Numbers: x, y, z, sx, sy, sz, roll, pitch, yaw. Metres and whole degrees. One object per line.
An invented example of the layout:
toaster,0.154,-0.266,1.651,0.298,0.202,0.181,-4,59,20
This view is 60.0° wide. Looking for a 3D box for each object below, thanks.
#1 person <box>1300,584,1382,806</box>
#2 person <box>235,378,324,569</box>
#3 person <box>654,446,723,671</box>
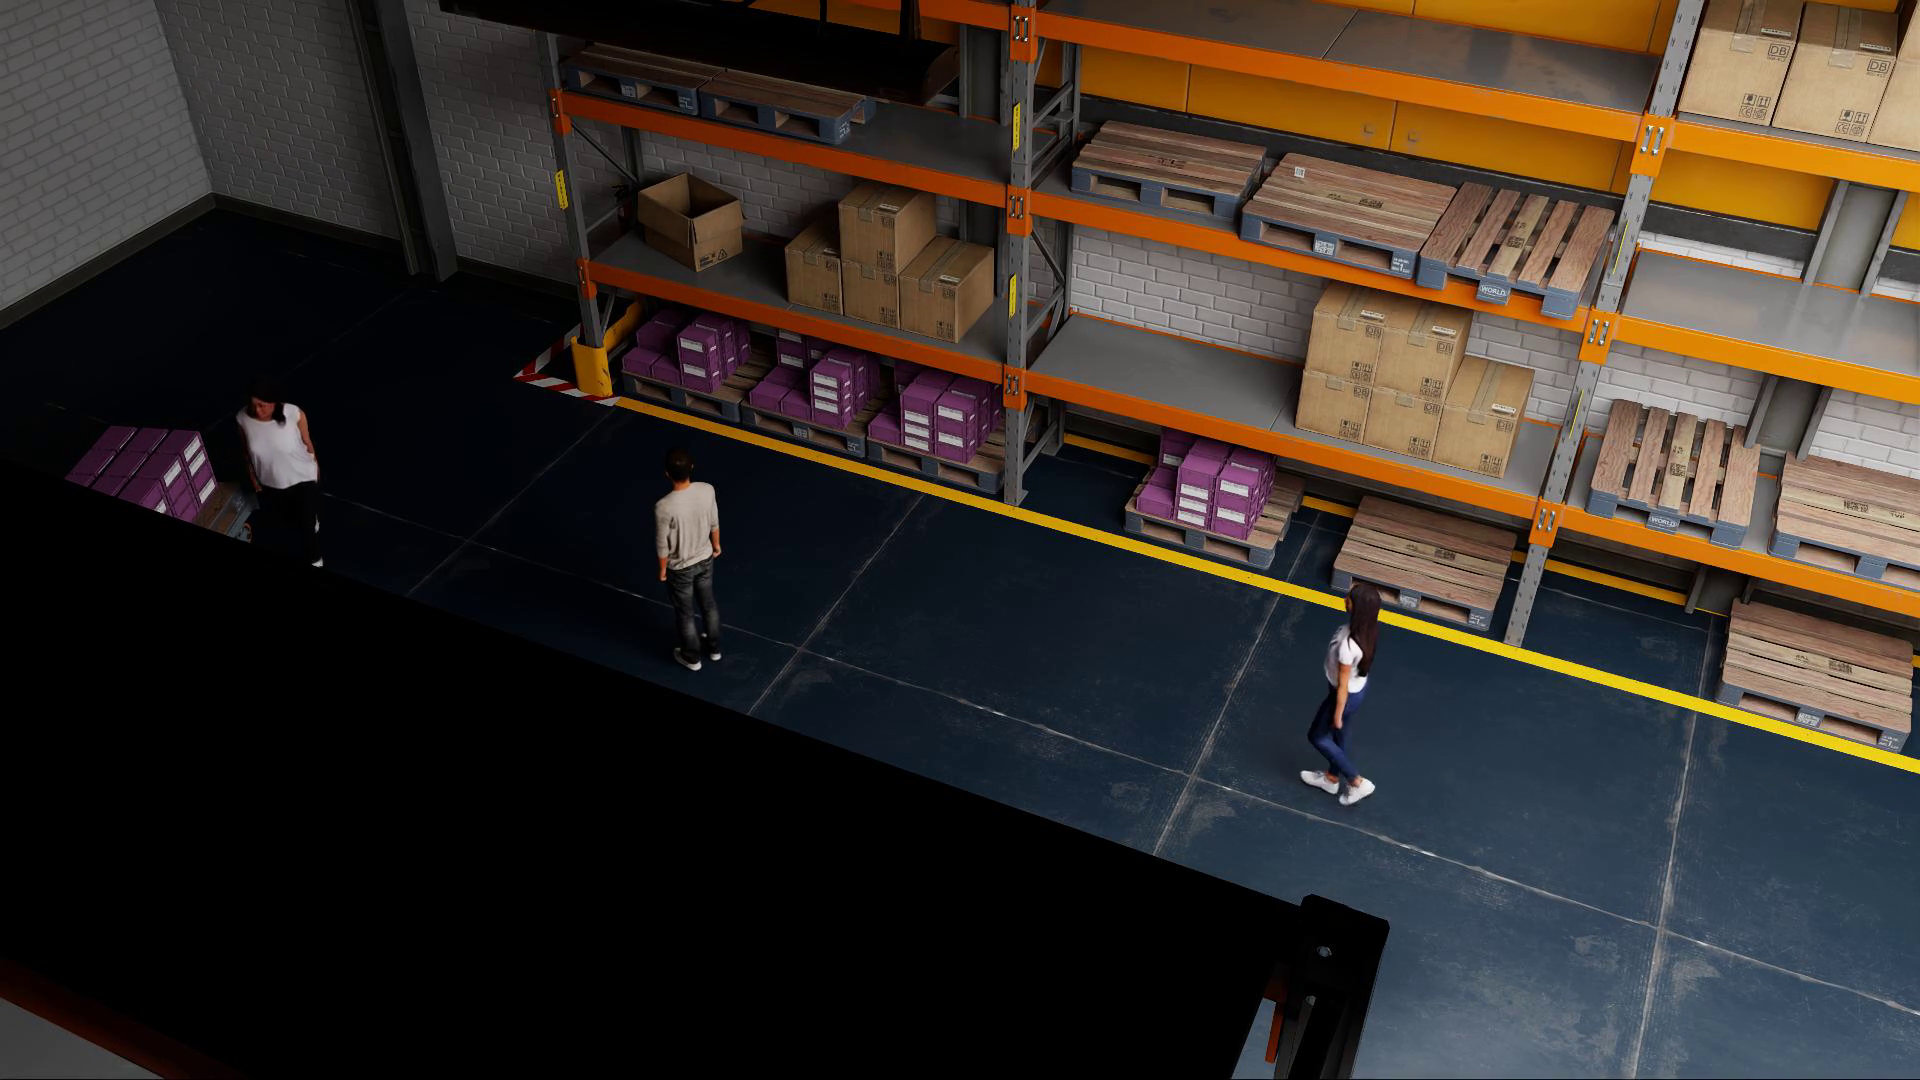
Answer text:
person,2.508,0.999,10.458,0.763,1.767,0.647,21,43,25
person,-5.032,-0.539,12.465,1.034,1.666,0.996,-2,39,-3
person,-1.859,0.143,11.498,0.724,1.807,0.692,-29,47,-31
